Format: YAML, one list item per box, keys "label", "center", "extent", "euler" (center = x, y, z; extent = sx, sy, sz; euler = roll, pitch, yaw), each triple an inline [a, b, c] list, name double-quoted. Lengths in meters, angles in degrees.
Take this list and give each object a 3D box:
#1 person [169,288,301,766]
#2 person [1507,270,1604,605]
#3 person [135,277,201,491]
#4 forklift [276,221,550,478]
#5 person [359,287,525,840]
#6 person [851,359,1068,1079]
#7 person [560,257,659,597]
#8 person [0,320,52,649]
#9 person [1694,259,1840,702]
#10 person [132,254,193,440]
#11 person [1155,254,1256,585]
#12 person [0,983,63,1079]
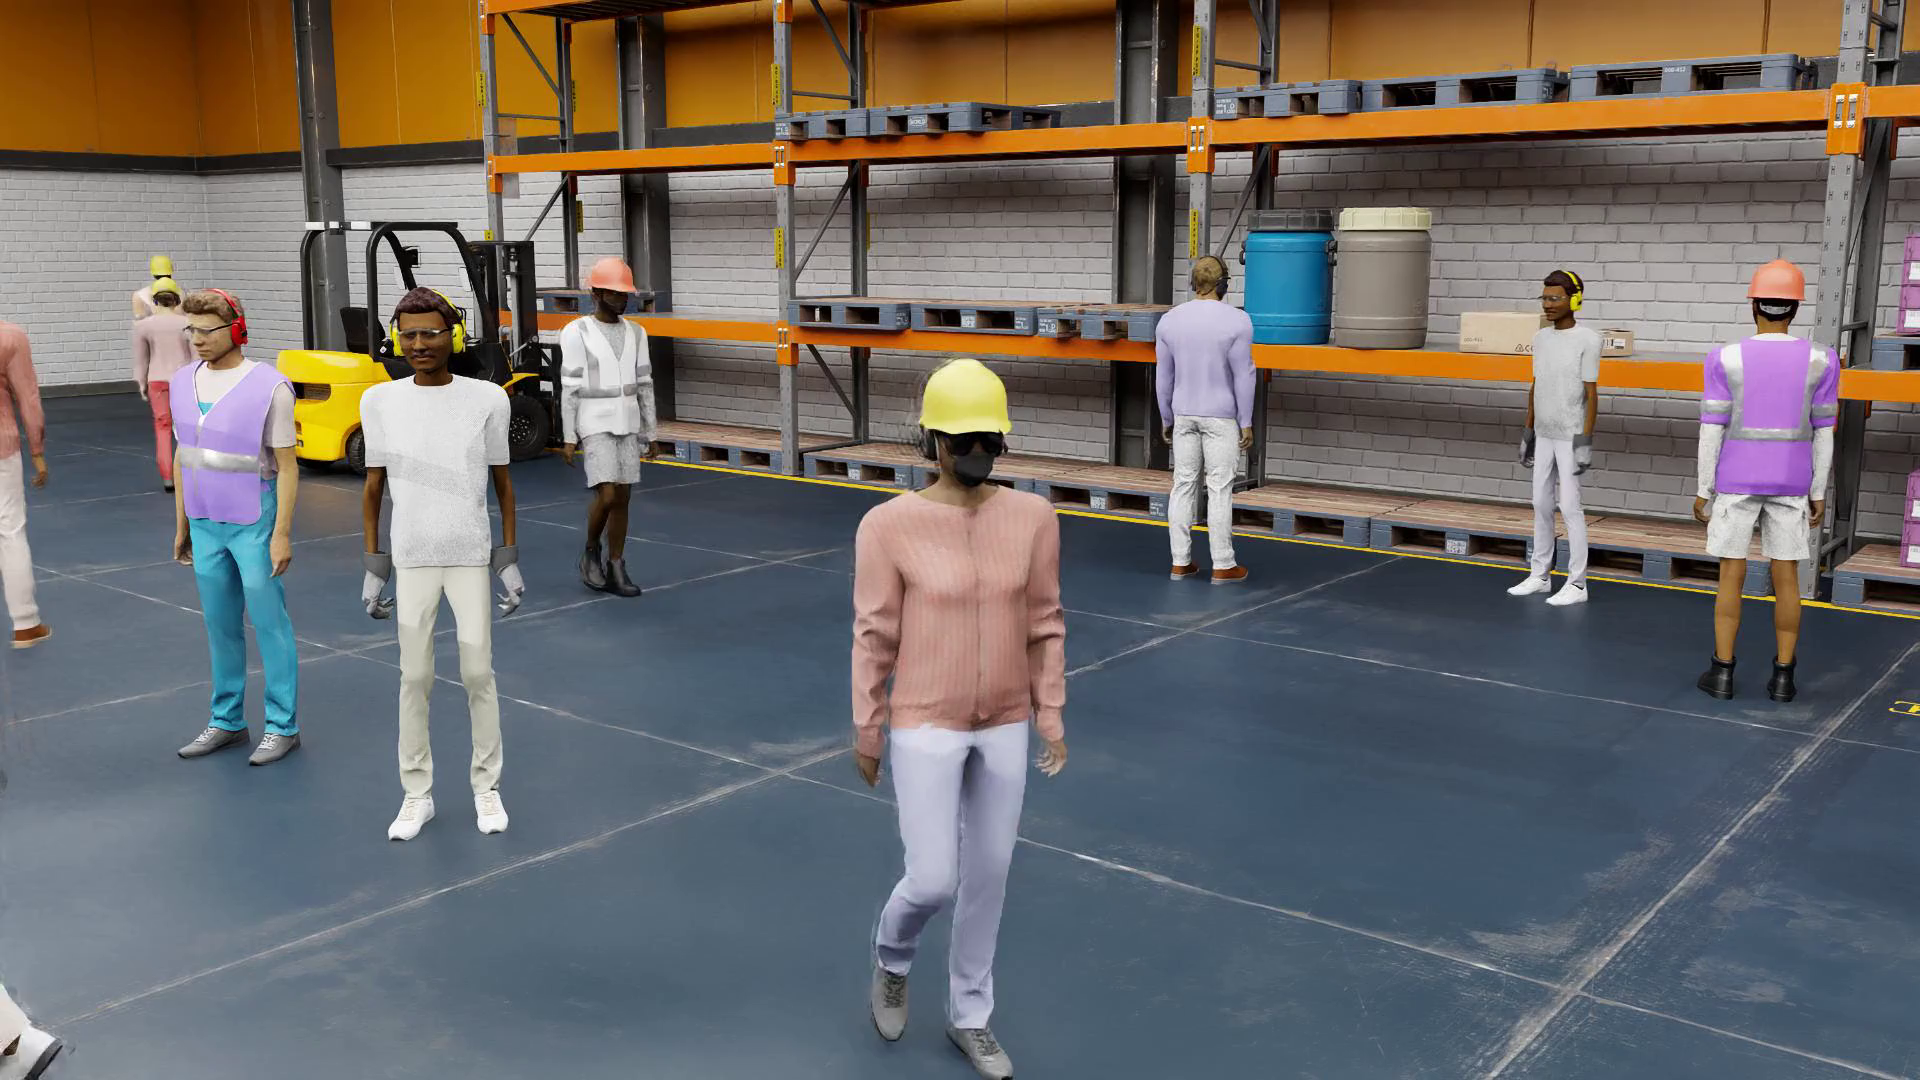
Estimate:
- label: "person"
  center: [-2.806, -0.051, 6.471]
  extent: [0.565, 1.840, 0.390]
  euler: [3, 11, 19]
- label: "person"
  center: [3.344, -0.568, 9.295]
  extent: [0.318, 1.860, 0.509]
  euler: [-5, 11, -24]
- label: "person"
  center: [-6.457, -1.283, 13.631]
  extent: [0.538, 1.712, 0.957]
  euler: [-3, 11, -14]
- label: "forklift"
  center: [-4.922, -1.741, 14.854]
  extent: [1.214, 2.155, 2.313]
  euler: [8, 13, 38]
- label: "person"
  center: [-1.753, 0.085, 5.635]
  extent: [0.536, 1.869, 0.314]
  euler: [-2, 10, -12]
- label: "person"
  center: [0.005, 0.441, 3.995]
  extent: [0.524, 1.755, 0.394]
  euler: [-5, 11, -26]
- label: "person"
  center: [-1.958, -0.621, 9.387]
  extent: [0.400, 1.924, 0.579]
  euler: [9, 14, 42]
- label: "person"
  center: [-4.843, -0.438, 8.184]
  extent: [0.623, 1.990, 0.398]
  euler: [-4, 11, -19]
- label: "person"
  center: [3.517, -0.253, 7.316]
  extent: [0.548, 1.937, 0.379]
  euler: [3, 11, 16]
- label: "person"
  center: [-8.086, -1.962, 16.950]
  extent: [0.594, 1.891, 0.681]
  euler: [-6, 12, -31]
- label: "person"
  center: [1.451, -0.707, 9.829]
  extent: [0.627, 1.941, 0.373]
  euler: [7, 13, 35]
- label: "person"
  center: [-2.460, 0.538, 3.844]
  extent: [0.770, 1.614, 0.522]
  euler: [2, 10, 10]
